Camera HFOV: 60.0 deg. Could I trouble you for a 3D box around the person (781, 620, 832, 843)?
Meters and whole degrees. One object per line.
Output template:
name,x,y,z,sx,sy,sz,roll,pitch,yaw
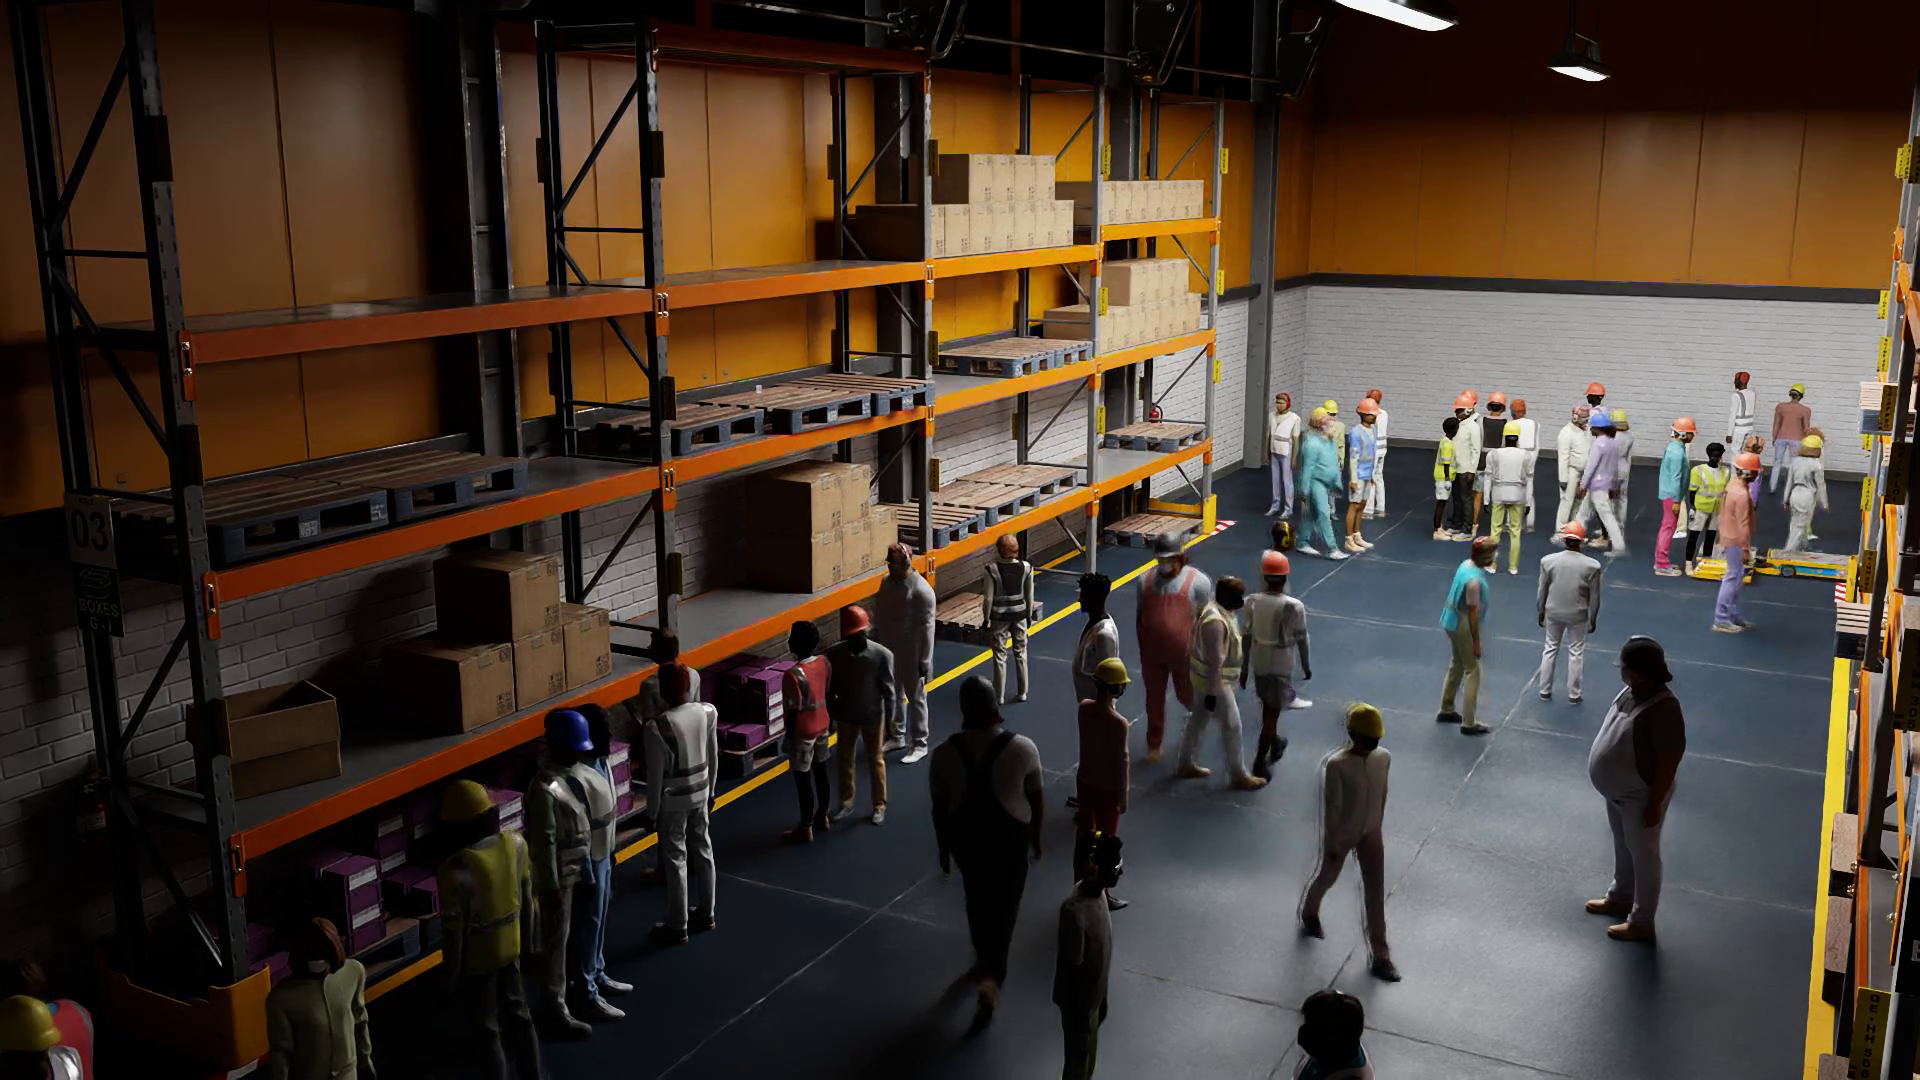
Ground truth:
person,-1.160,1.425,12.496,0.316,1.700,0.540,6,14,27

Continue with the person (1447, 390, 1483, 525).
person,7.200,-1.182,23.663,0.385,1.929,0.543,-6,14,-25

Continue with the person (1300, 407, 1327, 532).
person,4.973,-0.983,23.182,0.309,1.744,0.485,-8,15,-32

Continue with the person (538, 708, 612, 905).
person,-2.486,1.845,10.666,0.438,1.669,0.547,-10,16,-38

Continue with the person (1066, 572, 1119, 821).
person,1.045,1.202,12.893,0.367,1.966,0.604,-1,13,-4

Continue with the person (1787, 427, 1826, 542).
person,11.523,-0.748,22.460,0.632,1.597,0.322,-7,14,-28

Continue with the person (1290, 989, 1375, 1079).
person,1.448,2.655,6.672,0.429,1.845,0.627,1,13,3

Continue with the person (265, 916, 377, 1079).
person,-2.958,2.518,7.756,0.286,1.632,0.500,10,16,37

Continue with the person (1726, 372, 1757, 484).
person,12.262,-1.709,26.148,0.573,1.877,0.353,-8,15,-33

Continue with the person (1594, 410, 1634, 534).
person,9.033,-0.929,22.958,0.485,1.737,0.321,-6,14,-24

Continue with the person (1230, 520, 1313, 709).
person,2.830,0.709,15.417,0.908,1.838,0.524,-3,13,-14

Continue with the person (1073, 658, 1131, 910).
person,0.988,1.654,11.348,0.345,1.756,0.518,-8,15,-31

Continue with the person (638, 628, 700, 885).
person,-2.041,1.519,11.774,0.344,1.839,0.509,10,16,38

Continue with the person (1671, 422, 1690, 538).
person,9.854,-0.839,22.816,0.298,1.628,0.501,2,13,8

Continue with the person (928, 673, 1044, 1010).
person,0.150,1.791,10.092,0.688,2.000,0.933,3,13,13

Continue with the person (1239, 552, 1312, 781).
person,2.627,1.033,13.843,0.548,1.886,0.948,10,16,38

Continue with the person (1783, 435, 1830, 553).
person,10.753,-0.474,20.977,0.854,1.707,0.500,-4,13,-16

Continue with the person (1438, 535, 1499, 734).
person,4.540,0.830,14.927,0.440,1.813,0.628,2,13,8

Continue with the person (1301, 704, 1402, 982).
person,2.497,1.839,10.602,0.529,1.718,0.933,-5,13,-20

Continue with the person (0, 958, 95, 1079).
person,-3.826,2.601,6.945,0.431,1.835,0.625,0,13,1

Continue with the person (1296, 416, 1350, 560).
person,4.762,-0.676,21.518,0.930,1.862,0.667,10,16,38

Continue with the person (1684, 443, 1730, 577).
person,9.253,-0.377,20.583,0.531,1.692,0.320,-2,13,-8

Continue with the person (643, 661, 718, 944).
person,-1.823,1.699,10.861,0.355,1.883,0.576,11,16,40

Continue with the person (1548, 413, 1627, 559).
person,8.276,-0.717,21.688,1.055,1.885,0.608,8,15,33

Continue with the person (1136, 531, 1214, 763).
person,1.823,0.866,14.232,0.693,2.000,0.762,6,14,23

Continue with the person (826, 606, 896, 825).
person,-0.778,1.342,12.778,0.580,1.742,0.368,3,13,14

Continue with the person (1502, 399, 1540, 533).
person,7.739,-1.016,23.036,0.608,1.873,0.425,-3,13,-14

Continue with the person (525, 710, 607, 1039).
person,-2.300,1.924,9.728,0.411,1.937,0.605,2,13,8

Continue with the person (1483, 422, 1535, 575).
person,6.813,-0.515,20.694,0.586,1.920,0.397,3,13,14

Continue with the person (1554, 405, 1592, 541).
person,8.281,-0.880,22.389,0.654,1.894,0.399,-11,17,-40

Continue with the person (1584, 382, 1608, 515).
person,9.257,-1.340,24.339,0.377,1.938,0.547,8,15,32

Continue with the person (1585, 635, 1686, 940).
person,4.405,1.603,10.934,0.535,2.000,0.687,0,13,1

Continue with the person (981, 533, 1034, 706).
person,0.450,0.747,15.674,0.525,1.636,0.307,-5,13,-21

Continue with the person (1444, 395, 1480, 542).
person,6.810,-0.979,22.595,0.394,1.992,0.622,-2,13,-11

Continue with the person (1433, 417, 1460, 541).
person,6.615,-0.840,22.665,0.320,1.694,0.534,4,13,16

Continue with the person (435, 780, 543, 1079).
person,-2.472,2.161,8.766,0.365,1.909,0.696,7,15,30

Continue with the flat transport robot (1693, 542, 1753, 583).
flat transport robot,9.632,0.266,20.914,0.652,0.197,1.431,6,14,27

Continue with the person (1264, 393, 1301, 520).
person,4.670,-1.221,24.033,0.392,1.838,0.561,-8,15,-33

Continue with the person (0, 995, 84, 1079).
person,-3.695,2.664,6.669,0.403,1.826,0.592,5,14,22

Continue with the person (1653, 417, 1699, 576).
person,8.897,-0.546,20.681,0.405,1.986,0.619,4,13,19

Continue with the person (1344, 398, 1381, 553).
person,5.327,-0.856,21.938,0.397,2.043,0.609,9,16,36

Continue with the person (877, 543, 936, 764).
person,-0.501,0.950,14.165,0.403,1.904,0.652,-11,17,-41

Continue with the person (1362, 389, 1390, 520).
person,5.979,-1.240,24.046,0.577,1.877,0.355,-12,17,-43

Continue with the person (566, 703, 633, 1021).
person,-2.198,1.893,9.911,0.392,1.920,0.589,0,13,-1

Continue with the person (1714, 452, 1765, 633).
person,8.491,0.026,18.113,0.423,1.992,0.628,4,13,16

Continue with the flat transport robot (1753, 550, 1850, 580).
flat transport robot,10.671,0.318,20.681,1.431,0.197,0.652,6,14,27

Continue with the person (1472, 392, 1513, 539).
person,7.243,-1.007,22.663,0.613,2.028,0.409,4,13,17

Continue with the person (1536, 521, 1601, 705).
person,5.755,0.679,15.741,0.569,1.743,0.349,8,15,31

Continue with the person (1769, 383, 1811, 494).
person,12.831,-1.548,25.693,0.532,1.755,0.342,11,16,40

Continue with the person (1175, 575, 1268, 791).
person,2.155,1.154,13.511,0.850,1.789,0.691,3,13,13

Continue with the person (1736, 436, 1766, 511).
person,10.142,-0.536,21.436,0.319,1.631,0.524,0,13,2

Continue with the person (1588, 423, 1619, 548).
person,8.613,-0.734,22.188,0.320,1.694,0.534,7,14,27

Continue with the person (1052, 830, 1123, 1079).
person,0.630,2.304,8.215,0.329,1.861,0.506,4,13,16
